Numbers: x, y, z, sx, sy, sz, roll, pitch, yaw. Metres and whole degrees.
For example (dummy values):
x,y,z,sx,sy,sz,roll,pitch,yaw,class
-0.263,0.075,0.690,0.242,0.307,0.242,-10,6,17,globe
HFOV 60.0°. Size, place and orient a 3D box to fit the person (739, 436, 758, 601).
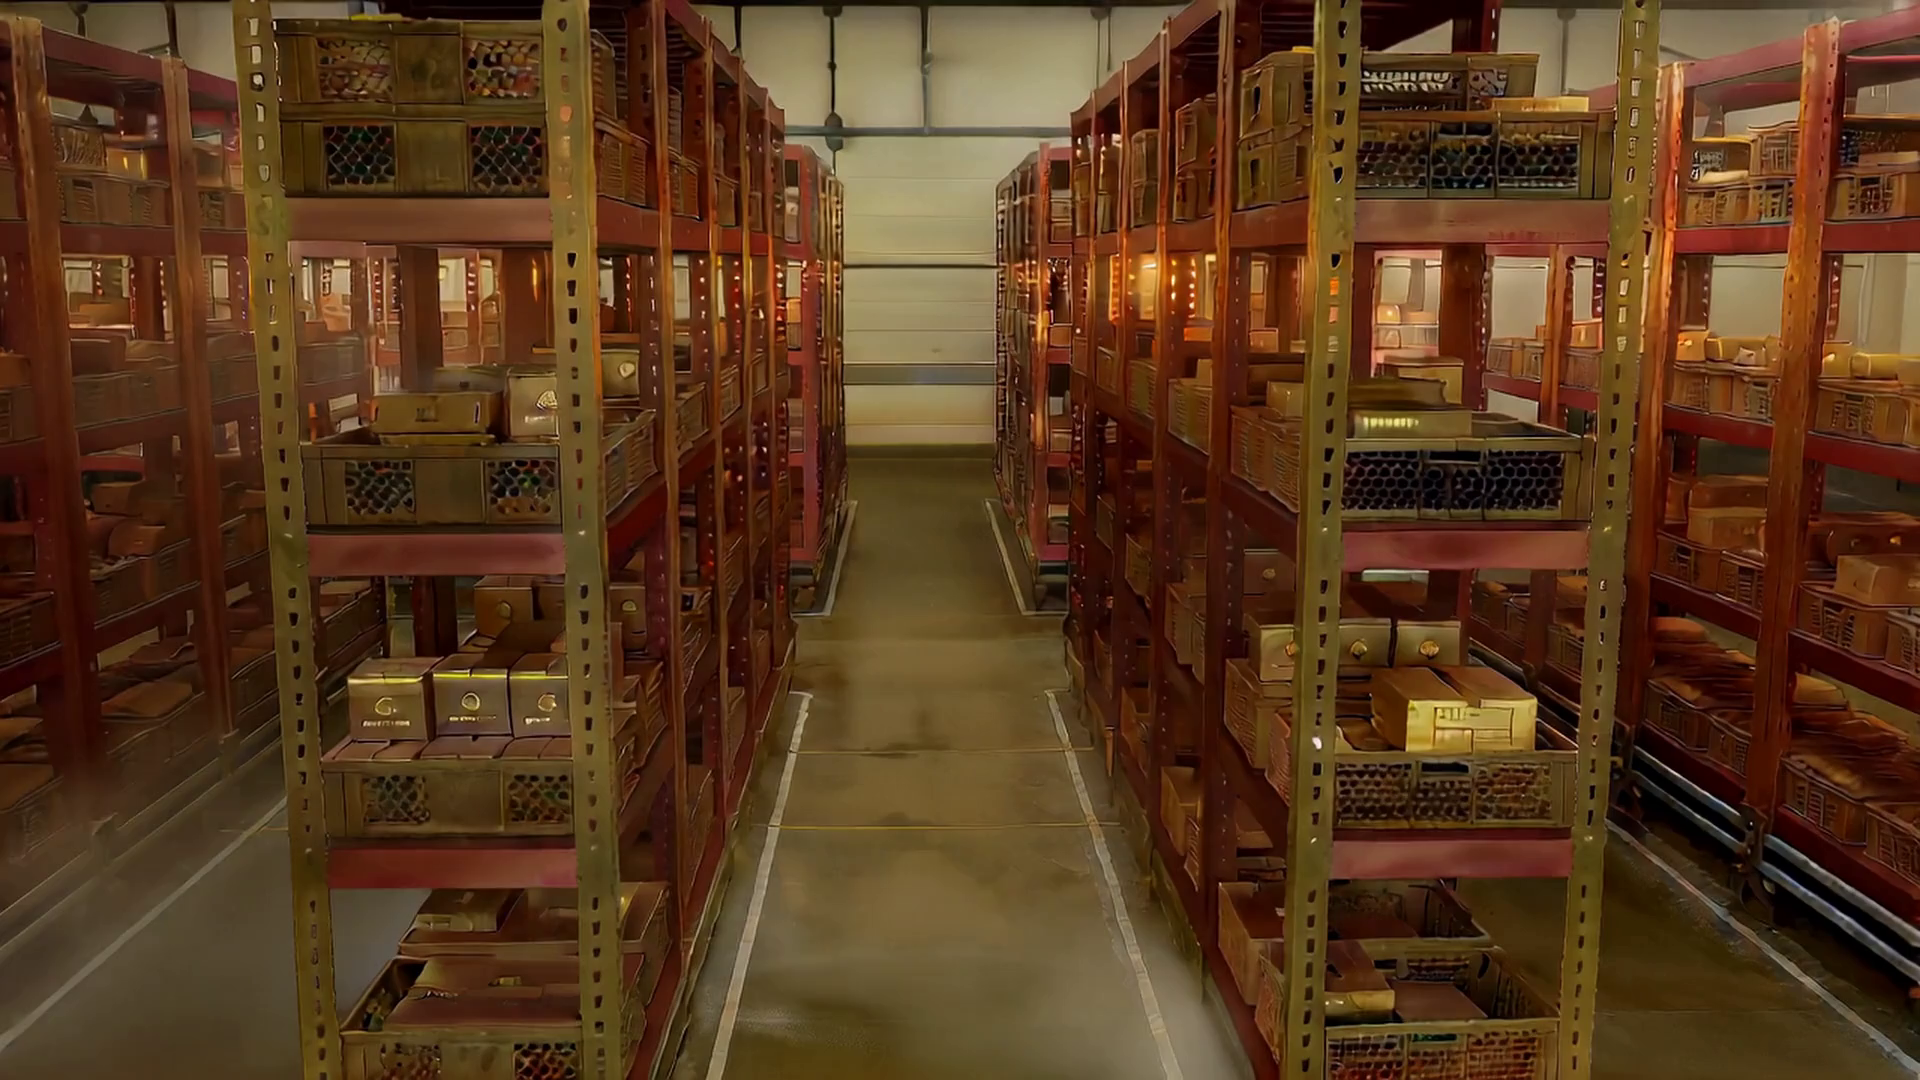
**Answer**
x,y,z,sx,sy,sz,roll,pitch,yaw,class
-1.712,-0.211,12.110,0.739,1.824,0.580,1,9,7,person
